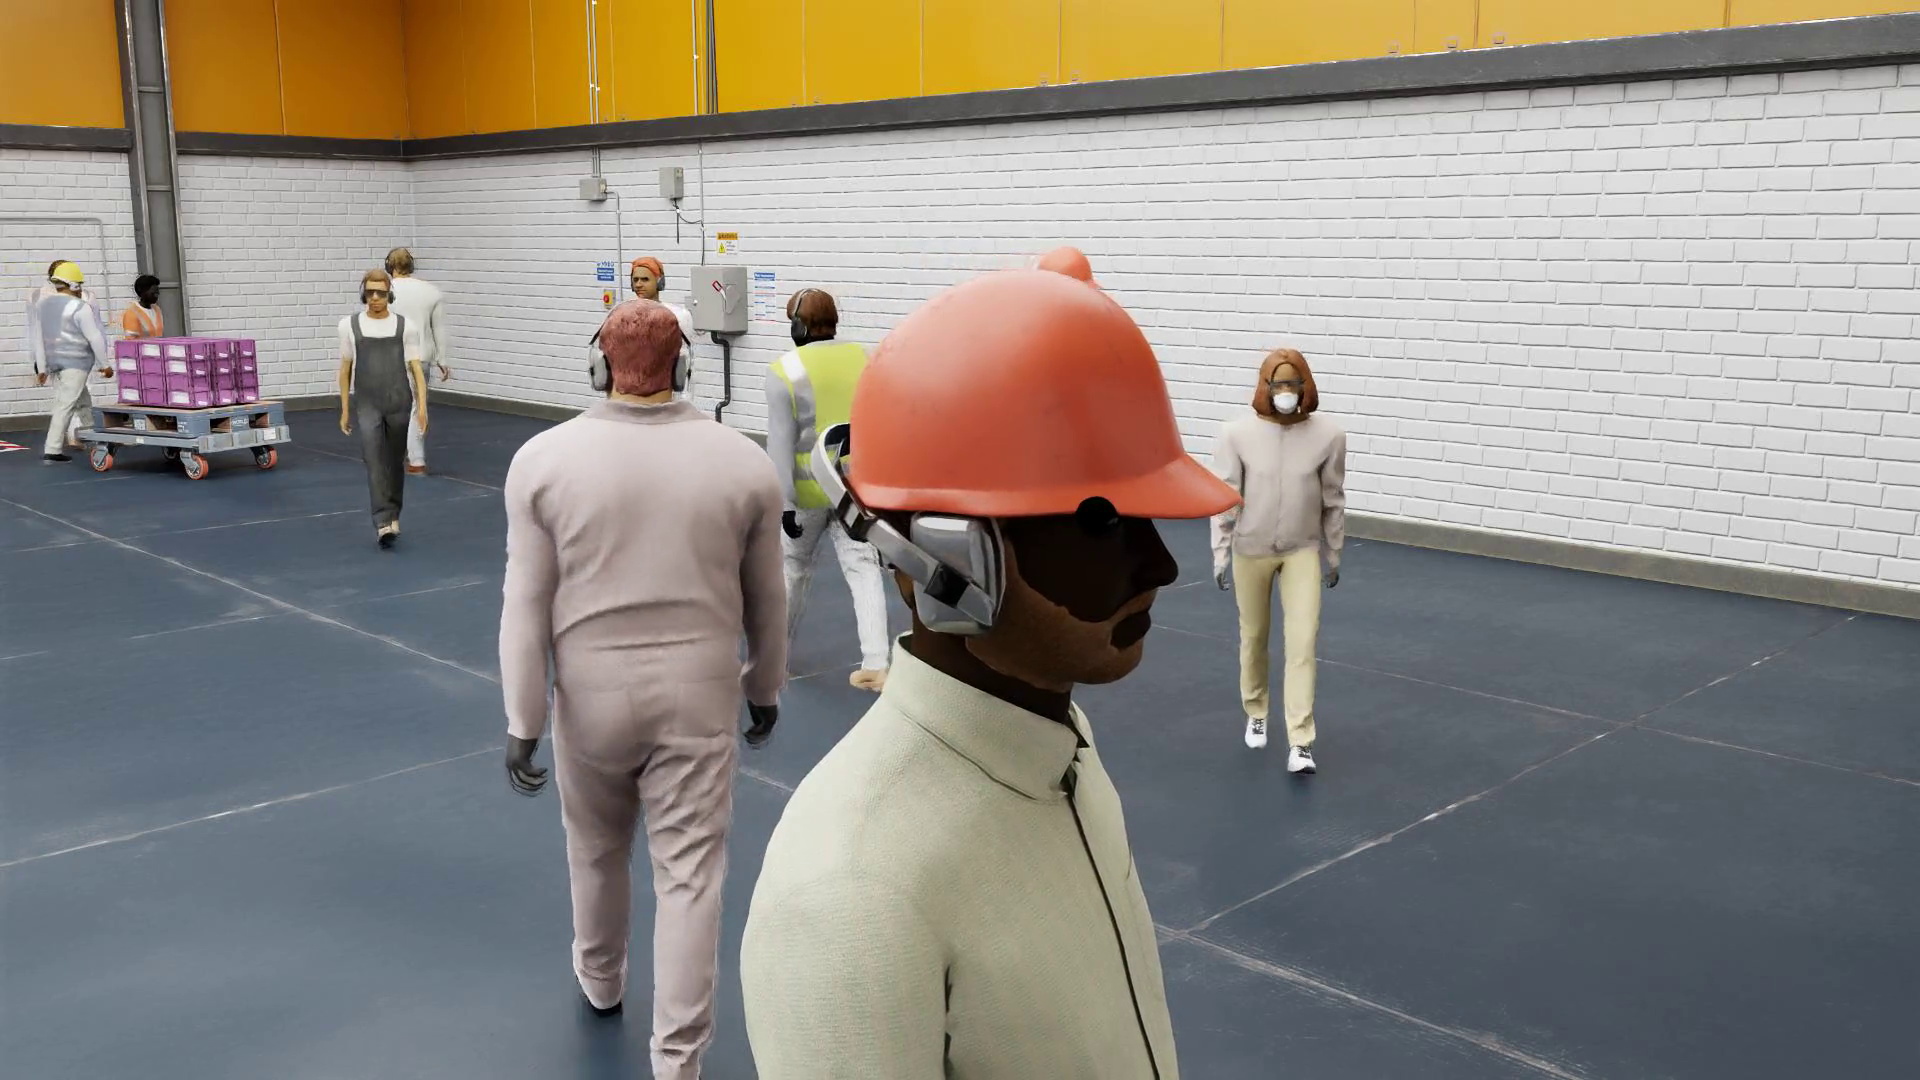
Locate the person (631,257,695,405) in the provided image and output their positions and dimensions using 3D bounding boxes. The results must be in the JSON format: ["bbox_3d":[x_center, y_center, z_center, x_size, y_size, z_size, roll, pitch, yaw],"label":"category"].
[{"bbox_3d":[-2.008,-0.889,10.826,0.572,1.883,0.358,2,11,12],"label":"person"}]

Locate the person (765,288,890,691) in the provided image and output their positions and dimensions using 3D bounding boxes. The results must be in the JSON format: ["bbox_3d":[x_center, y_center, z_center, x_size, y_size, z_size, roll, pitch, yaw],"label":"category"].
[{"bbox_3d":[-0.622,-0.233,7.524,0.627,1.792,0.983,-7,12,-32],"label":"person"}]

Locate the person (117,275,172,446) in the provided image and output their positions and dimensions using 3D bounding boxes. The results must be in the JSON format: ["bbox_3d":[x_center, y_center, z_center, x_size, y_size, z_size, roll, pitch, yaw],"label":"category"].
[{"bbox_3d":[-7.761,-1.702,15.914,0.816,1.637,0.546,2,11,9],"label":"person"}]

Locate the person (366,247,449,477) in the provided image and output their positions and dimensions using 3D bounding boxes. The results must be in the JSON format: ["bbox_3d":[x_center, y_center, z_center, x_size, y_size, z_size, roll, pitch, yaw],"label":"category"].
[{"bbox_3d":[-4.740,-1.509,14.114,0.662,1.910,0.832,-8,13,-38],"label":"person"}]

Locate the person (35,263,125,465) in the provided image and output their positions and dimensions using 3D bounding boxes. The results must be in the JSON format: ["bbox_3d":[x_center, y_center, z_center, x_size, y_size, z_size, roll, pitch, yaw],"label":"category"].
[{"bbox_3d":[-7.922,-1.576,14.862,0.580,1.779,0.909,5,12,26],"label":"person"}]

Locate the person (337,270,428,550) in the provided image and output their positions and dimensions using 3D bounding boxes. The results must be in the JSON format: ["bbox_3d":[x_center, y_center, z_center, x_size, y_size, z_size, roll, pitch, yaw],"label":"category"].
[{"bbox_3d":[-3.769,-0.859,10.887,0.535,1.791,0.984,-4,11,-22],"label":"person"}]

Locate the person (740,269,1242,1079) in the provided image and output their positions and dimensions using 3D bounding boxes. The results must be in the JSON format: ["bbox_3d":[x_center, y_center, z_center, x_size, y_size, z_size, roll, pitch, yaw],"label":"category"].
[{"bbox_3d":[0.028,0.776,1.436,0.375,1.995,0.610,3,11,14],"label":"person"}]

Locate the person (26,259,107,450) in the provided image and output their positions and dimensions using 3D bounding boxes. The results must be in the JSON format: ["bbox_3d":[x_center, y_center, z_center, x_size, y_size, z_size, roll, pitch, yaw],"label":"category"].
[{"bbox_3d":[-8.434,-1.749,15.748,0.634,1.807,0.875,-3,11,-16],"label":"person"}]

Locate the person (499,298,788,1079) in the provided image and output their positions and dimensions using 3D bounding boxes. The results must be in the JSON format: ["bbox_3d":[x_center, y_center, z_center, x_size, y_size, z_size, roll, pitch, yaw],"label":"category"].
[{"bbox_3d":[-0.762,0.356,4.061,0.680,1.863,0.919,-3,11,-15],"label":"person"}]

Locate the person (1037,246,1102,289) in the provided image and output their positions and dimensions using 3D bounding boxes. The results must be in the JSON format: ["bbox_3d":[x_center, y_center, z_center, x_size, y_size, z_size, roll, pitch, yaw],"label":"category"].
[{"bbox_3d":[0.389,-0.340,7.594,0.523,1.978,0.615,7,12,33],"label":"person"}]

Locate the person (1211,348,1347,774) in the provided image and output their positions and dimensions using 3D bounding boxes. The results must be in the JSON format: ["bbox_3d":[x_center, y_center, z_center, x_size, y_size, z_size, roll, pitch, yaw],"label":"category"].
[{"bbox_3d":[1.210,0.083,6.311,0.513,1.593,0.839,1,10,6],"label":"person"}]
